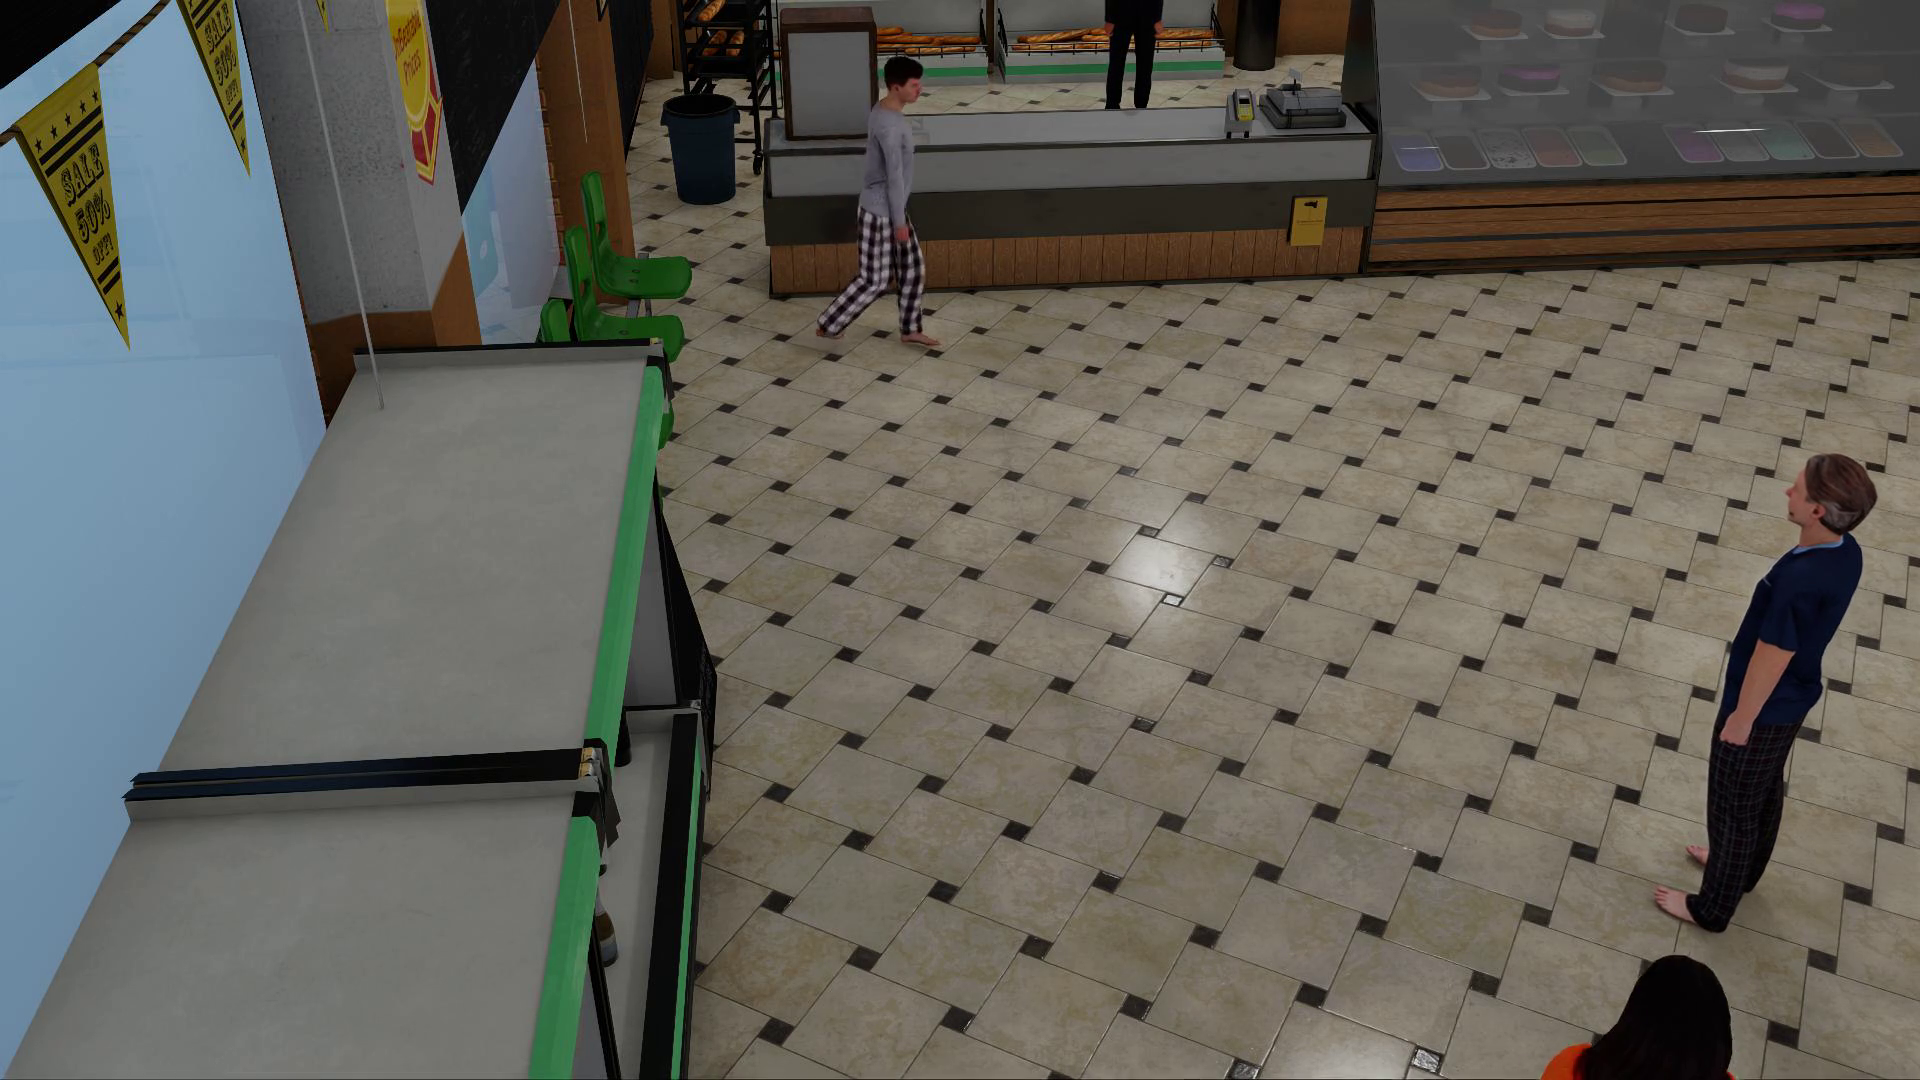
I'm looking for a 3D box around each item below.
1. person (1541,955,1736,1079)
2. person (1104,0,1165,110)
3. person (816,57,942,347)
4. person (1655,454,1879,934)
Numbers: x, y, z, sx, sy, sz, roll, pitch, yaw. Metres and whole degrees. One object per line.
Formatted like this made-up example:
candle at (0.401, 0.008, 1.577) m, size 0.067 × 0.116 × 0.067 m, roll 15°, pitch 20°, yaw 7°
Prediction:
person at (1.559, 1.716, 4.019) m, size 0.701 × 1.738 × 0.697 m, roll 7°, pitch 33°, yaw 11°
person at (1.416, -4.244, 13.475) m, size 0.626 × 1.868 × 0.561 m, roll -3°, pitch 32°, yaw -4°
person at (-0.532, -1.944, 9.844) m, size 0.824 × 1.798 × 0.980 m, roll 0°, pitch 32°, yaw 0°
person at (2.815, 0.544, 5.778) m, size 0.773 × 1.870 × 0.716 m, roll 25°, pitch 40°, yaw 34°
